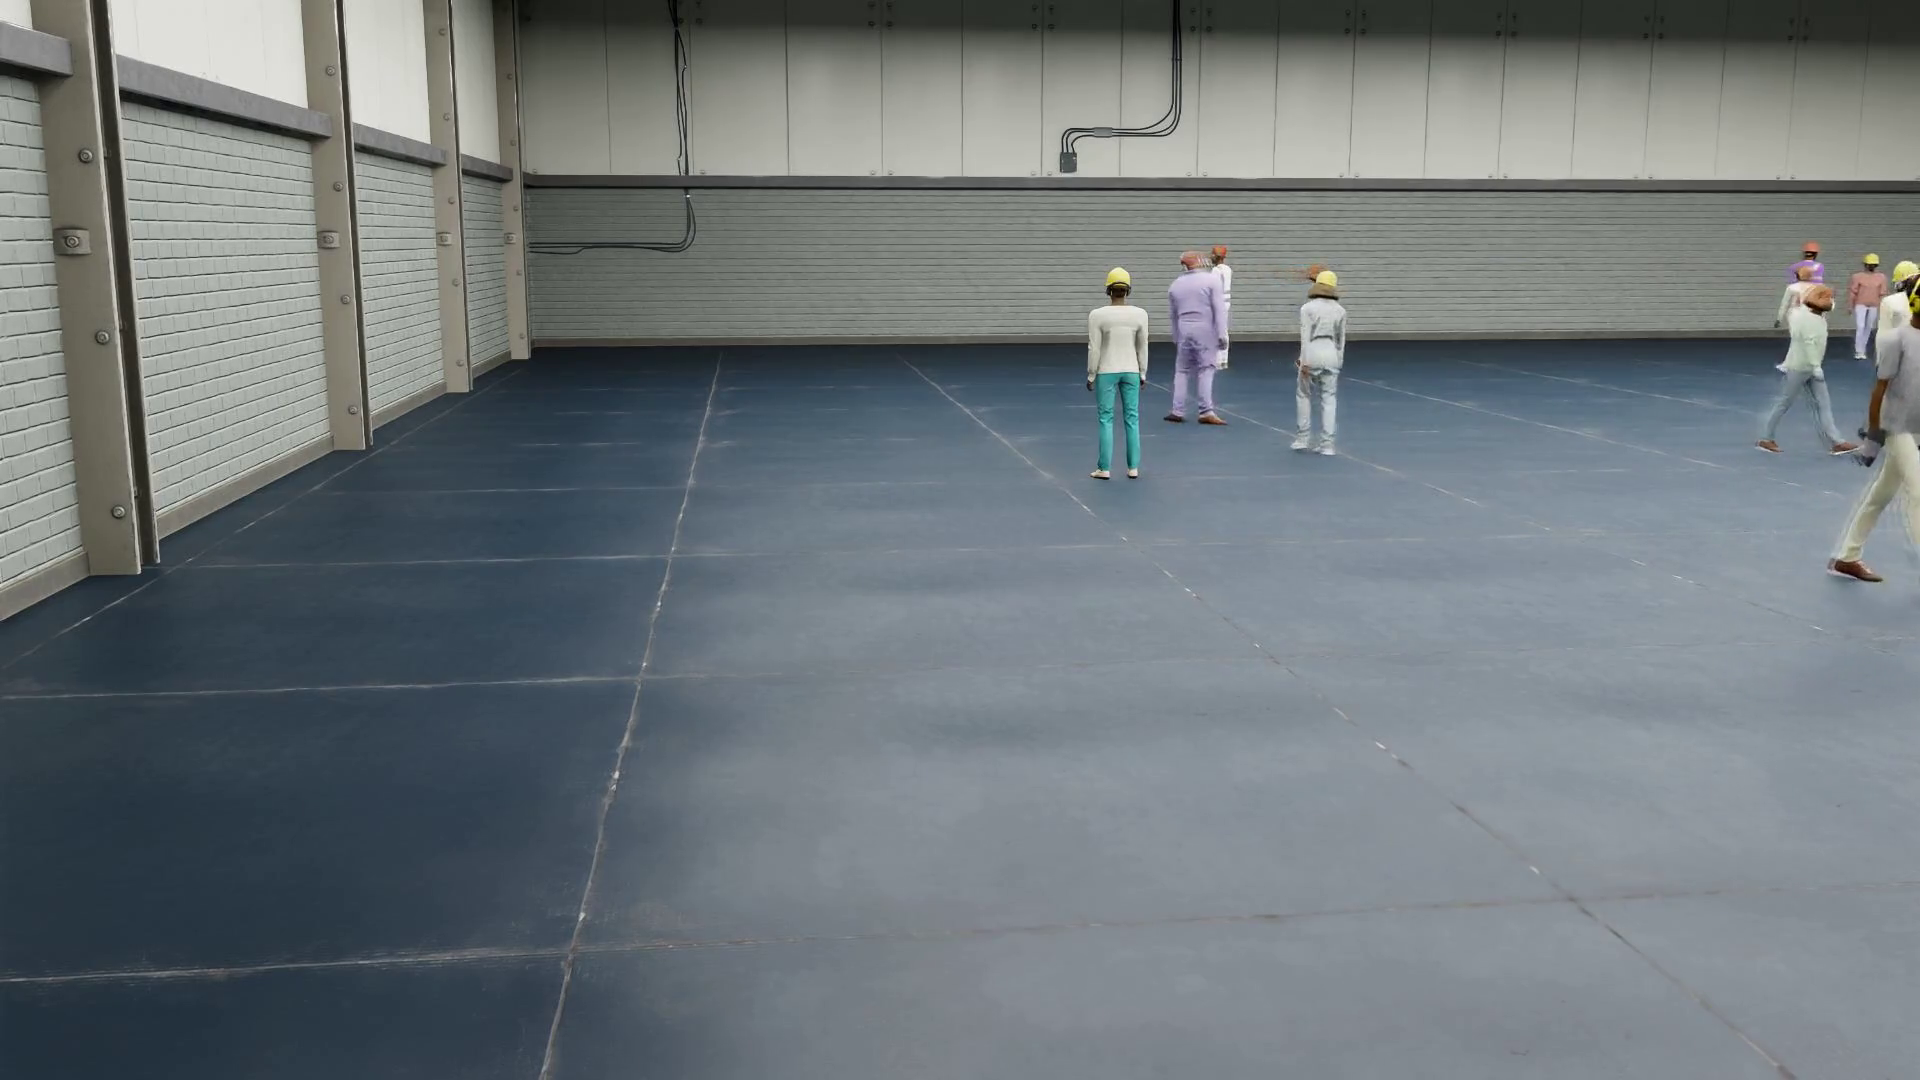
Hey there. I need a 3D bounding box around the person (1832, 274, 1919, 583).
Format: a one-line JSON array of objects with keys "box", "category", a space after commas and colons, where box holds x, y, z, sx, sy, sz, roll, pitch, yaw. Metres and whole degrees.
[{"box": [5.487, -0.603, 9.475, 0.543, 1.818, 0.971, -6, 12, -30], "category": "person"}]

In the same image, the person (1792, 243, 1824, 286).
[{"box": [14.946, -4.262, 29.277, 0.786, 1.908, 0.564, -8, 13, -38], "category": "person"}]

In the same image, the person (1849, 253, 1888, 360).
[{"box": [14.972, -3.832, 27.382, 0.541, 1.738, 0.724, 1, 10, 7], "category": "person"}]

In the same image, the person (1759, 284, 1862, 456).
[{"box": [7.903, -1.567, 15.420, 0.512, 1.579, 0.892, -8, 13, -39], "category": "person"}]

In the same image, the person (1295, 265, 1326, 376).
[{"box": [5.150, -3.171, 24.110, 0.405, 1.621, 0.504, 2, 11, 13], "category": "person"}]

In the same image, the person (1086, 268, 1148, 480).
[{"box": [1.311, -1.384, 13.916, 0.533, 1.768, 0.310, -2, 11, -13], "category": "person"}]

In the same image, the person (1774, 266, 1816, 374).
[{"box": [12.193, -3.184, 24.243, 0.527, 1.592, 0.858, -2, 11, -12], "category": "person"}]

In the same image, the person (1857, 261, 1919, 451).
[{"box": [8.940, -1.738, 15.802, 0.628, 1.777, 0.919, 1, 10, 4], "category": "person"}]

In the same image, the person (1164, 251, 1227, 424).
[{"box": [2.615, -2.196, 18.100, 0.750, 1.872, 0.396, 8, 13, 39], "category": "person"}]

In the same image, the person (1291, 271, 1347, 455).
[{"box": [3.397, -1.667, 15.642, 0.486, 1.692, 0.686, -2, 11, -12], "category": "person"}]

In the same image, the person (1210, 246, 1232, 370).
[{"box": [3.959, -3.552, 25.474, 0.343, 1.882, 0.586, 6, 12, 31], "category": "person"}]
